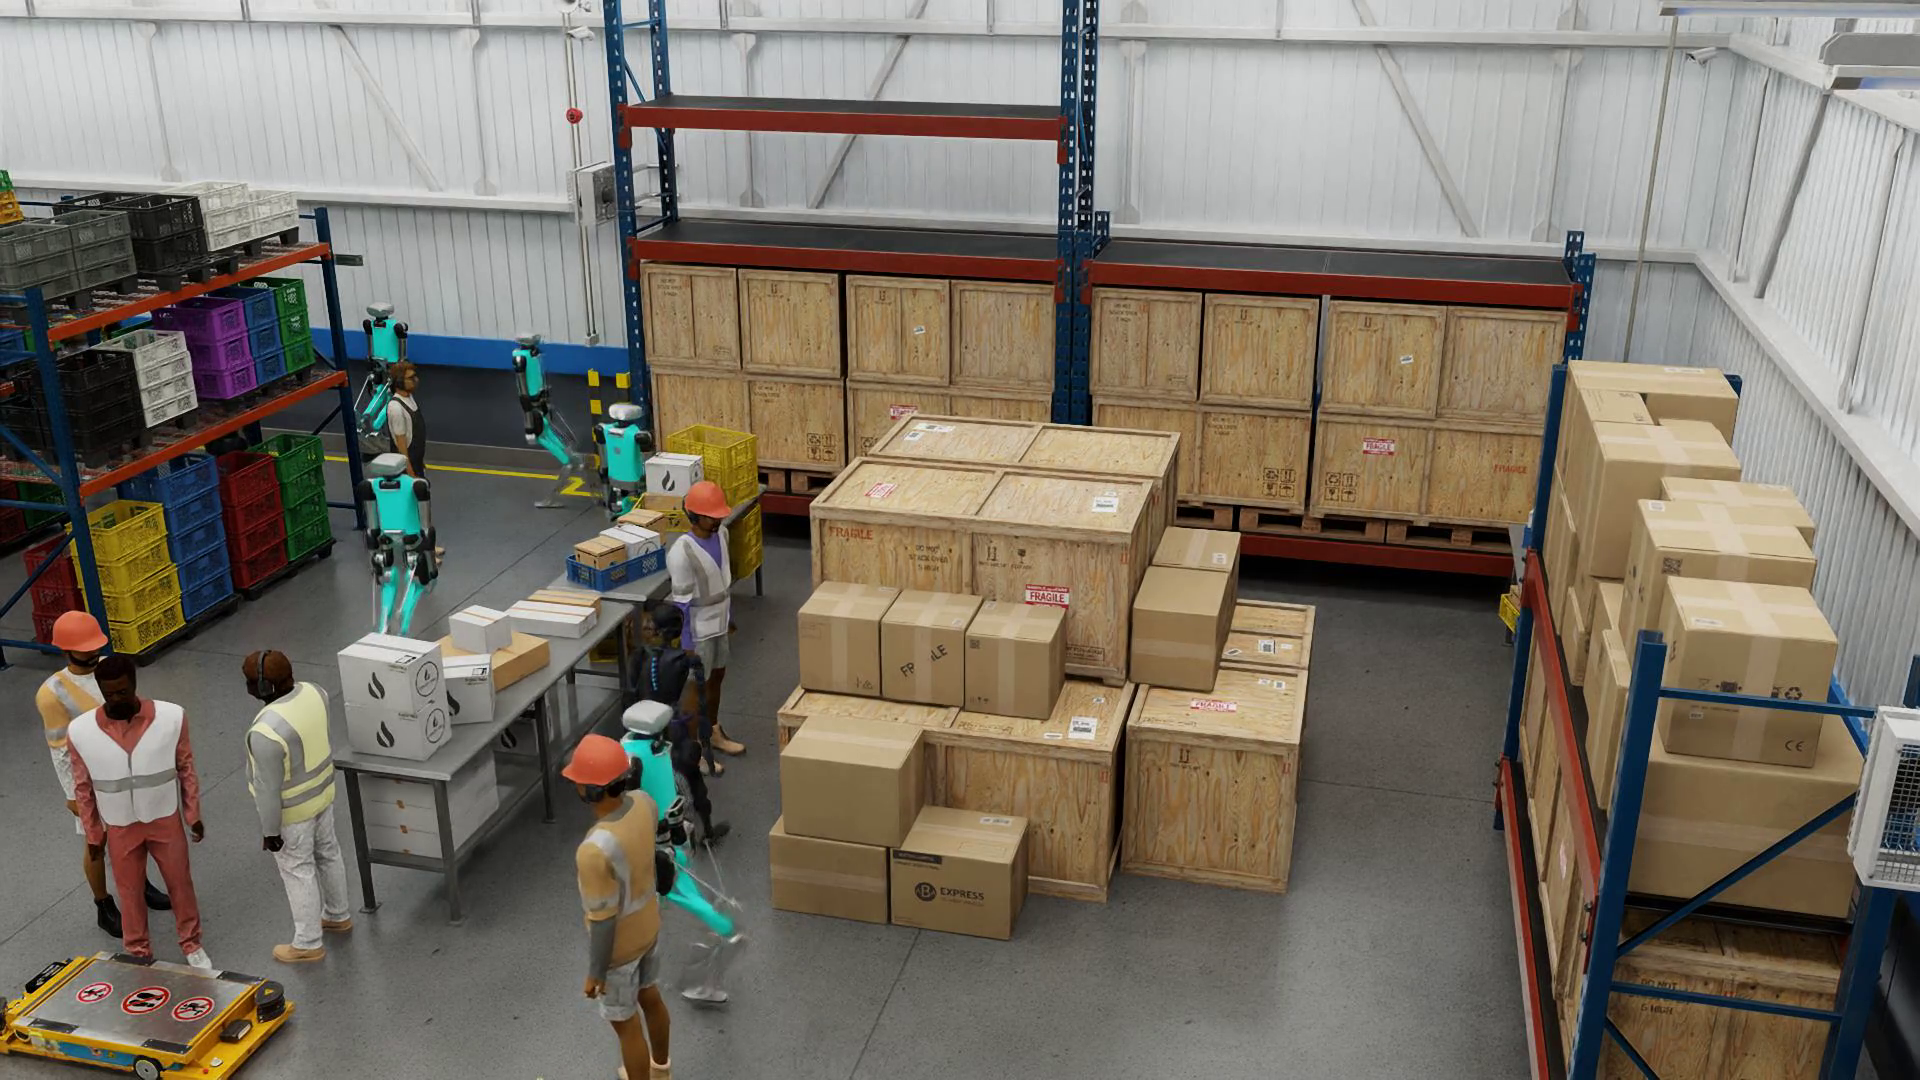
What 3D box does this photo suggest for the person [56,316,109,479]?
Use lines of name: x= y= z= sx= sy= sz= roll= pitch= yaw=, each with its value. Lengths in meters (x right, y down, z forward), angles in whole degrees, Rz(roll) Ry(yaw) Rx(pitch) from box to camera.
person: x=-8.793 y=-1.412 z=16.689 sx=0.492 sy=1.731 sz=0.355 roll=2 pitch=21 yaw=5

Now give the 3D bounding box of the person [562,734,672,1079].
person: x=-1.601 y=1.838 z=7.756 sx=0.395 sy=2.043 sz=0.607 roll=5 pitch=22 yaw=14

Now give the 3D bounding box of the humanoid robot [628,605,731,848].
humanoid robot: x=-1.732 y=1.173 z=10.029 sx=0.599 sy=1.637 sz=0.627 roll=9 pitch=23 yaw=23

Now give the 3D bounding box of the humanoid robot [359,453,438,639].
humanoid robot: x=-4.163 y=0.359 z=12.187 sx=0.548 sy=1.895 sz=0.786 roll=3 pitch=21 yaw=7

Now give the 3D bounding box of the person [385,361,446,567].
person: x=-4.798 y=-0.668 z=14.586 sx=0.345 sy=1.846 sz=0.507 roll=-3 pitch=21 yaw=-8

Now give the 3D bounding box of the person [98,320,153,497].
person: x=-8.238 y=-1.312 z=16.268 sx=0.377 sy=1.850 sz=0.529 roll=-18 pitch=27 yaw=-39

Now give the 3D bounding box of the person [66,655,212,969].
person: x=-4.343 y=1.485 z=8.851 sx=0.590 sy=1.919 sz=0.393 roll=-10 pitch=23 yaw=-25

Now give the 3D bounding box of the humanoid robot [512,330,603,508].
humanoid robot: x=-3.812 y=-1.085 z=15.943 sx=0.819 sy=1.871 sz=0.556 roll=1 pitch=21 yaw=2

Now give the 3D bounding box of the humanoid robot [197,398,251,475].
humanoid robot: x=-6.932 y=-0.981 z=15.708 sx=0.602 sy=1.640 sz=0.680 roll=7 pitch=22 yaw=19

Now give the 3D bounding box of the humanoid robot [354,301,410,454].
humanoid robot: x=-5.901 y=-1.522 z=16.783 sx=0.533 sy=1.677 sz=0.735 roll=10 pitch=23 yaw=24

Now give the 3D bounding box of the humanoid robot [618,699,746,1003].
humanoid robot: x=-1.371 y=1.690 z=8.604 sx=0.821 sy=1.799 sz=0.541 roll=4 pitch=21 yaw=10

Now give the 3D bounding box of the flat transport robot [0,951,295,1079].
flat transport robot: x=-4.270 y=2.464 z=8.601 sx=1.431 sy=0.231 sz=0.659 roll=5 pitch=22 yaw=13

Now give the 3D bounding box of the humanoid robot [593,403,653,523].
humanoid robot: x=-2.631 y=-0.275 z=13.869 sx=0.545 sy=1.899 sz=0.714 roll=9 pitch=23 yaw=22

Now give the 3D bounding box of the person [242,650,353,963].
person: x=-3.639 y=1.442 z=9.087 sx=0.429 sy=1.837 sz=0.622 roll=3 pitch=21 yaw=8

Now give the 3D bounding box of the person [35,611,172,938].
person: x=-4.796 y=1.290 z=9.335 sx=0.358 sy=1.938 sz=0.544 roll=7 pitch=22 yaw=19

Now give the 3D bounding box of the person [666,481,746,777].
person: x=-1.658 y=0.573 z=11.068 sx=0.393 sy=2.038 sz=0.613 roll=9 pitch=23 yaw=22
